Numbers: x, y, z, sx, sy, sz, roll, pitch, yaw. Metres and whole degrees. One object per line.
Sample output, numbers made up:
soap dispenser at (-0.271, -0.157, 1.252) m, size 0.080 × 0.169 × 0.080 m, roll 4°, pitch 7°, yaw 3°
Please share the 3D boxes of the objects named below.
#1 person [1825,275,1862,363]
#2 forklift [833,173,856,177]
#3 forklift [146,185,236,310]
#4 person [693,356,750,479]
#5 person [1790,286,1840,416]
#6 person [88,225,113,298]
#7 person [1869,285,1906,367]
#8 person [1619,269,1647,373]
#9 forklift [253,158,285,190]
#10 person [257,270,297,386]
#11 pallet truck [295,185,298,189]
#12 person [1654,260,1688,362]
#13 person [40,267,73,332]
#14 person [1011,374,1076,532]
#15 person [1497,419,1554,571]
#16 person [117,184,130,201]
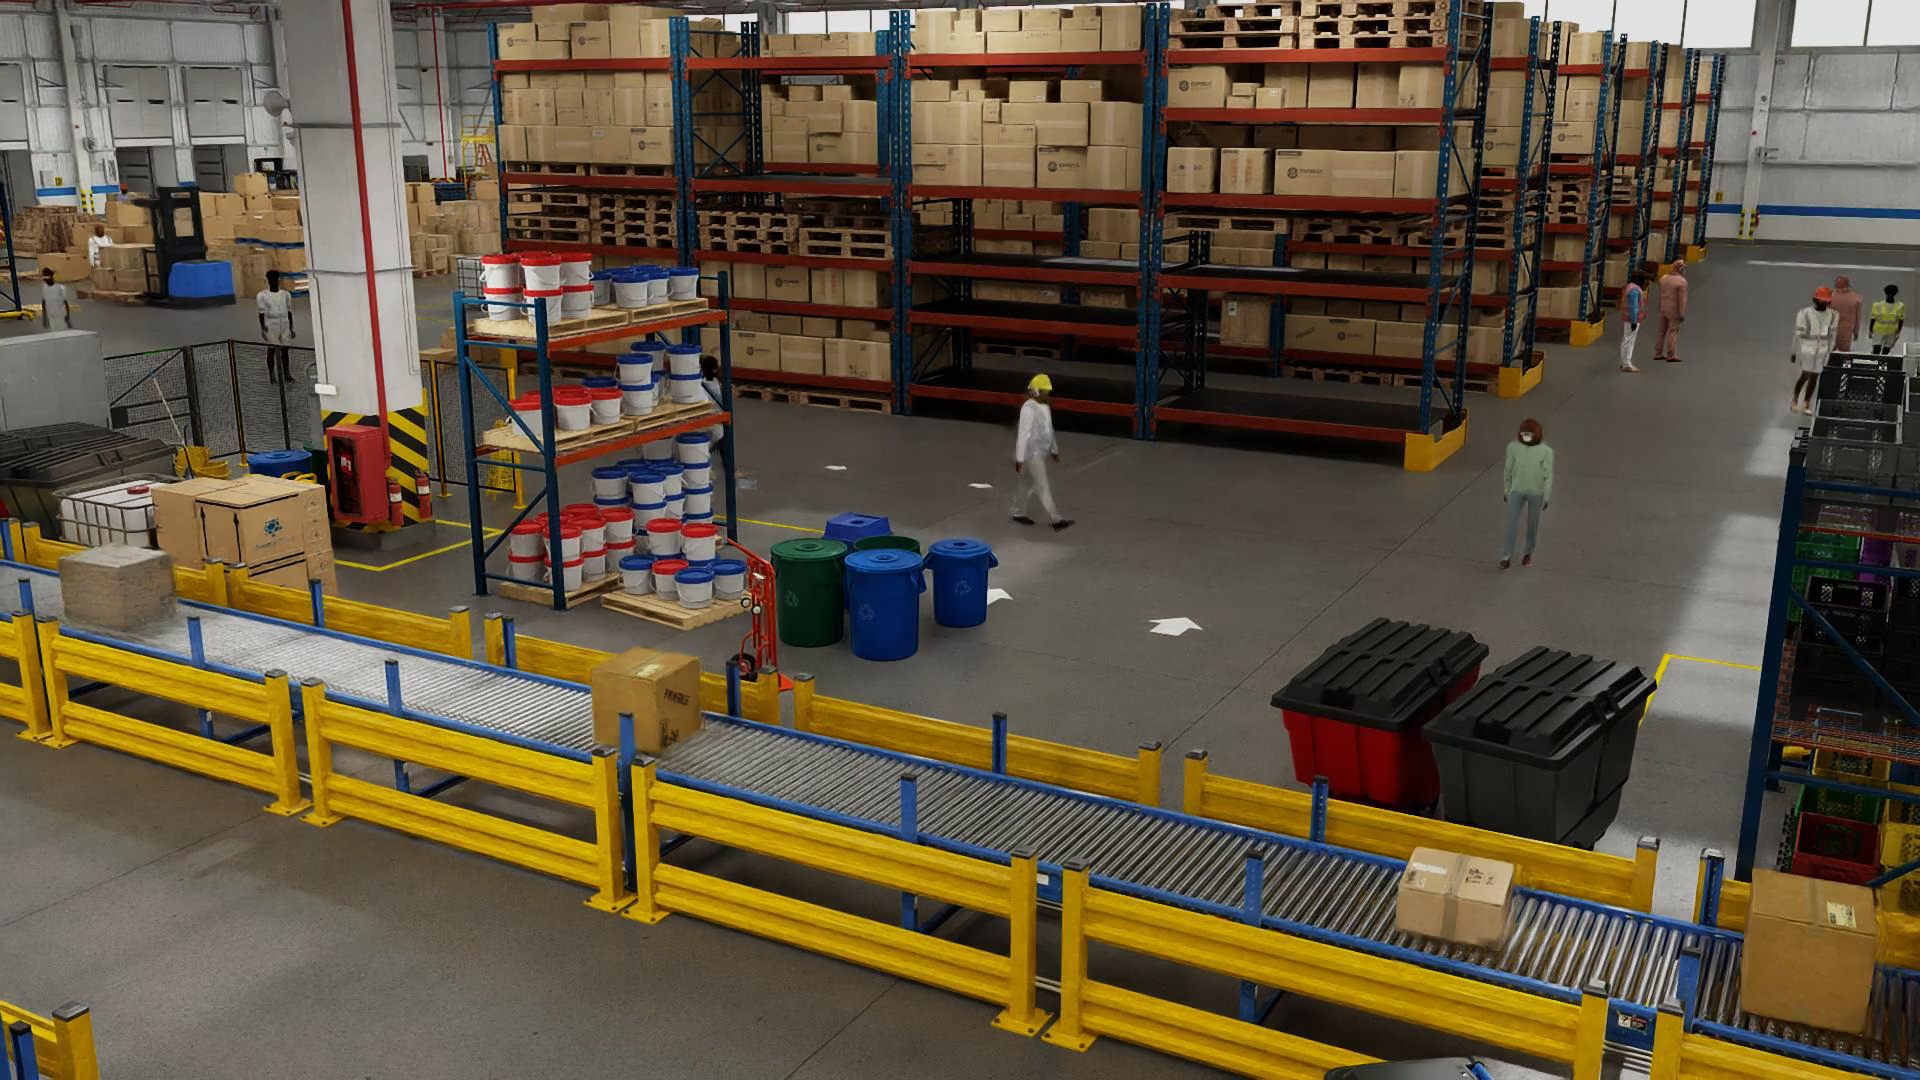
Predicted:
person at (15.011, -3.577, 28.436) m, size 0.671 × 1.889 × 0.472 m, roll 6°, pitch 16°, yaw 22°
forklift at (-4.342, -13.262, 62.955) m, size 1.129 × 2.768 × 1.873 m, roll 8°, pitch 17°, yaw 28°
forklift at (-18.132, -6.879, 38.959) m, size 1.873 × 2.768 × 1.129 m, roll 8°, pitch 17°, yaw 28°
person at (-3.125, -1.501, 21.085) m, size 0.859 × 1.646 × 0.550 m, roll 5°, pitch 16°, yaw 19°
person at (13.208, -2.914, 25.700) m, size 0.603 × 2.021 × 0.455 m, roll 2°, pitch 15°, yaw 6°
person at (-20.881, -6.767, 40.565) m, size 1.005 × 1.834 × 0.594 m, roll 7°, pitch 16°, yaw 25°
person at (16.118, -3.601, 28.946) m, size 0.532 × 1.666 × 0.641 m, roll 6°, pitch 16°, yaw 20°
person at (12.114, -3.945, 29.919) m, size 0.429 × 1.842 × 0.633 m, roll 4°, pitch 15°, yaw 16°
forklift at (-23.585, -11.676, 56.994) m, size 1.873 × 2.768 × 1.129 m, roll 8°, pitch 17°, yaw 28°
person at (-11.737, -3.655, 28.589) m, size 0.369 × 1.967 × 0.601 m, roll 13°, pitch 20°, yaw 41°
pallet truck at (-26.804, -14.617, 69.738) m, size 1.885 × 1.965 × 0.823 m, roll -14°, pitch 20°, yaw -42°
person at (13.313, -4.273, 31.051) m, size 0.400 × 1.901 × 0.645 m, roll -6°, pitch 16°, yaw -21°
person at (-16.442, -4.041, 30.268) m, size 0.529 × 1.856 × 0.442 m, roll 3°, pitch 15°, yaw 13°
person at (0.955, -0.991, 18.905) m, size 0.903 × 1.786 × 0.636 m, roll 6°, pitch 16°, yaw 23°
person at (5.868, -0.458, 17.274) m, size 0.519 × 1.590 × 0.826 m, roll 9°, pitch 17°, yaw 31°
person at (-28.843, -11.340, 57.534) m, size 0.364 × 1.939 × 0.542 m, roll 2°, pitch 15°, yaw 7°
